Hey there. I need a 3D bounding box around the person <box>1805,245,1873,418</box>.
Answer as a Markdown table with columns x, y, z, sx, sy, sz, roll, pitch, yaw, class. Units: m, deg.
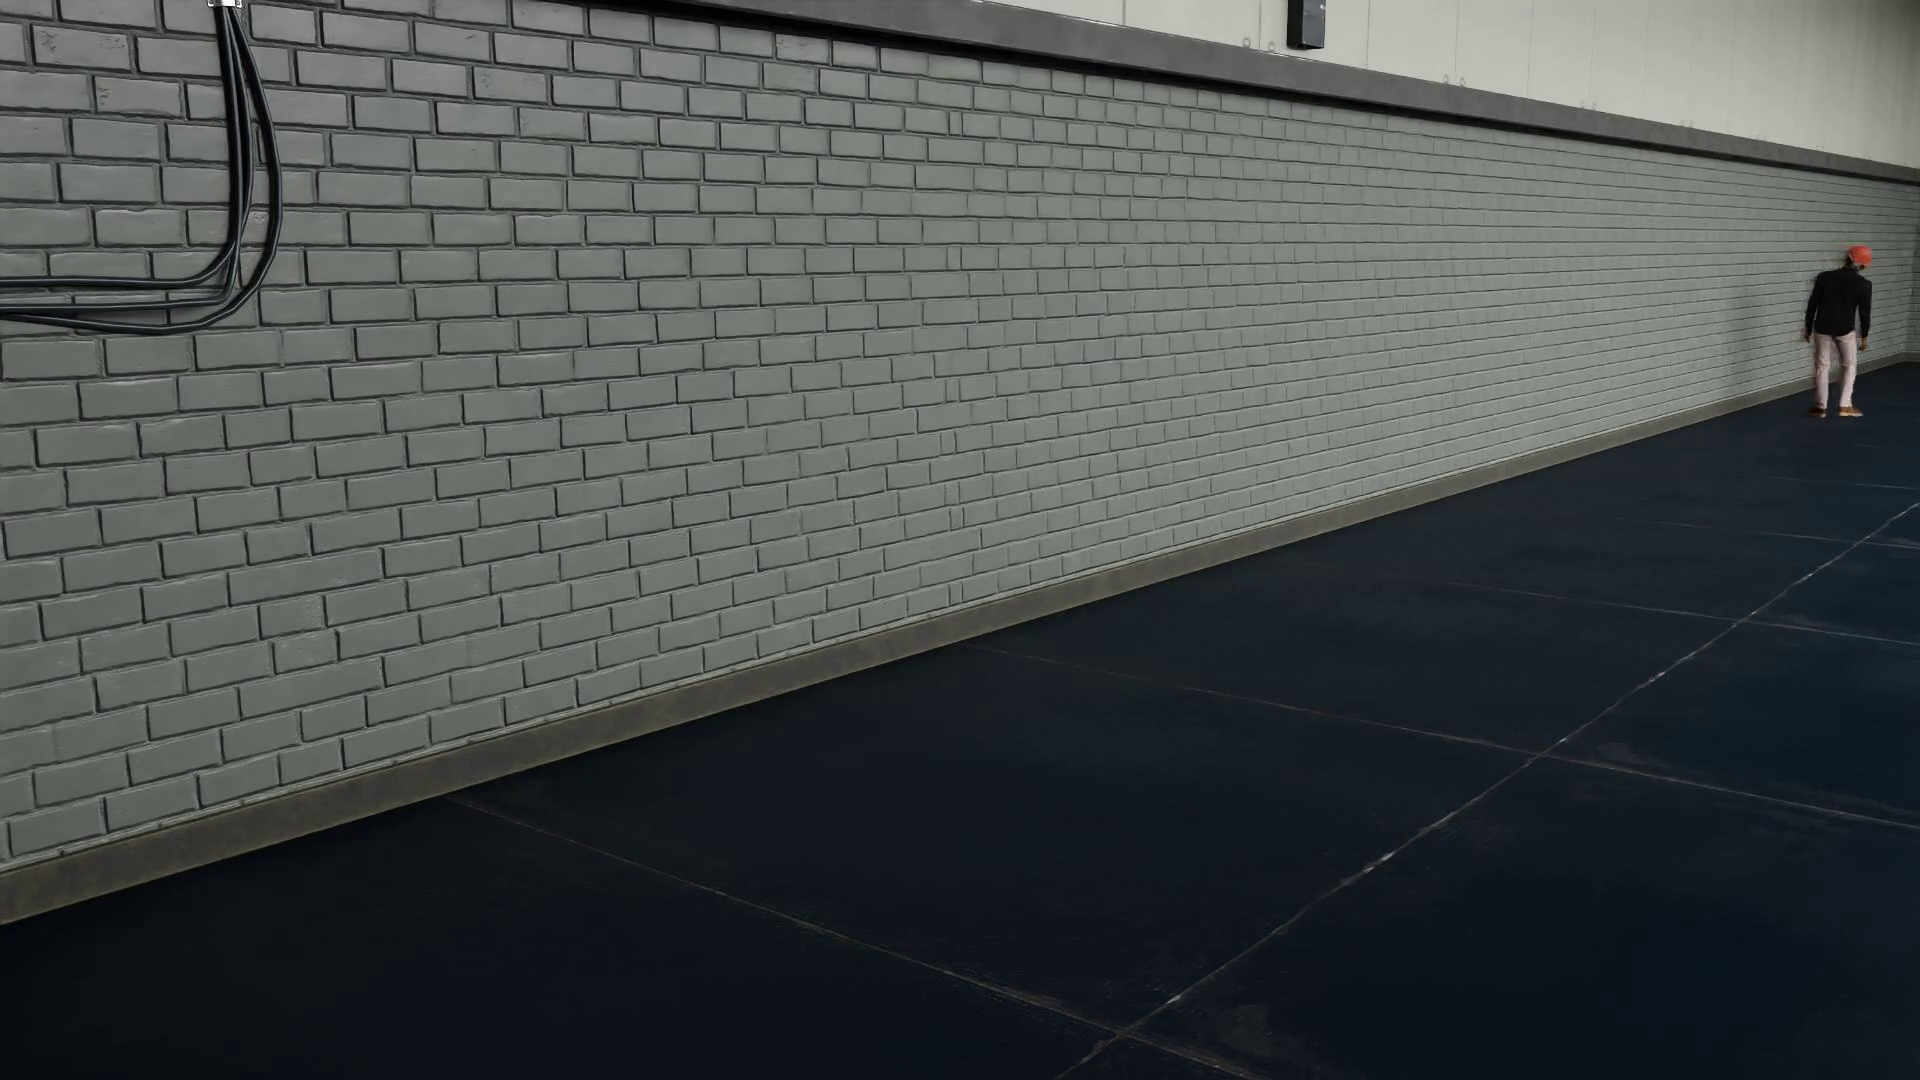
| x | y | z | sx | sy | sz | roll | pitch | yaw | class |
| --- | --- | --- | --- | --- | --- | --- | --- | --- | --- |
| 9.939 | -2.348 | 18.826 | 0.712 | 1.943 | 0.402 | 7 | 13 | 36 | person |
